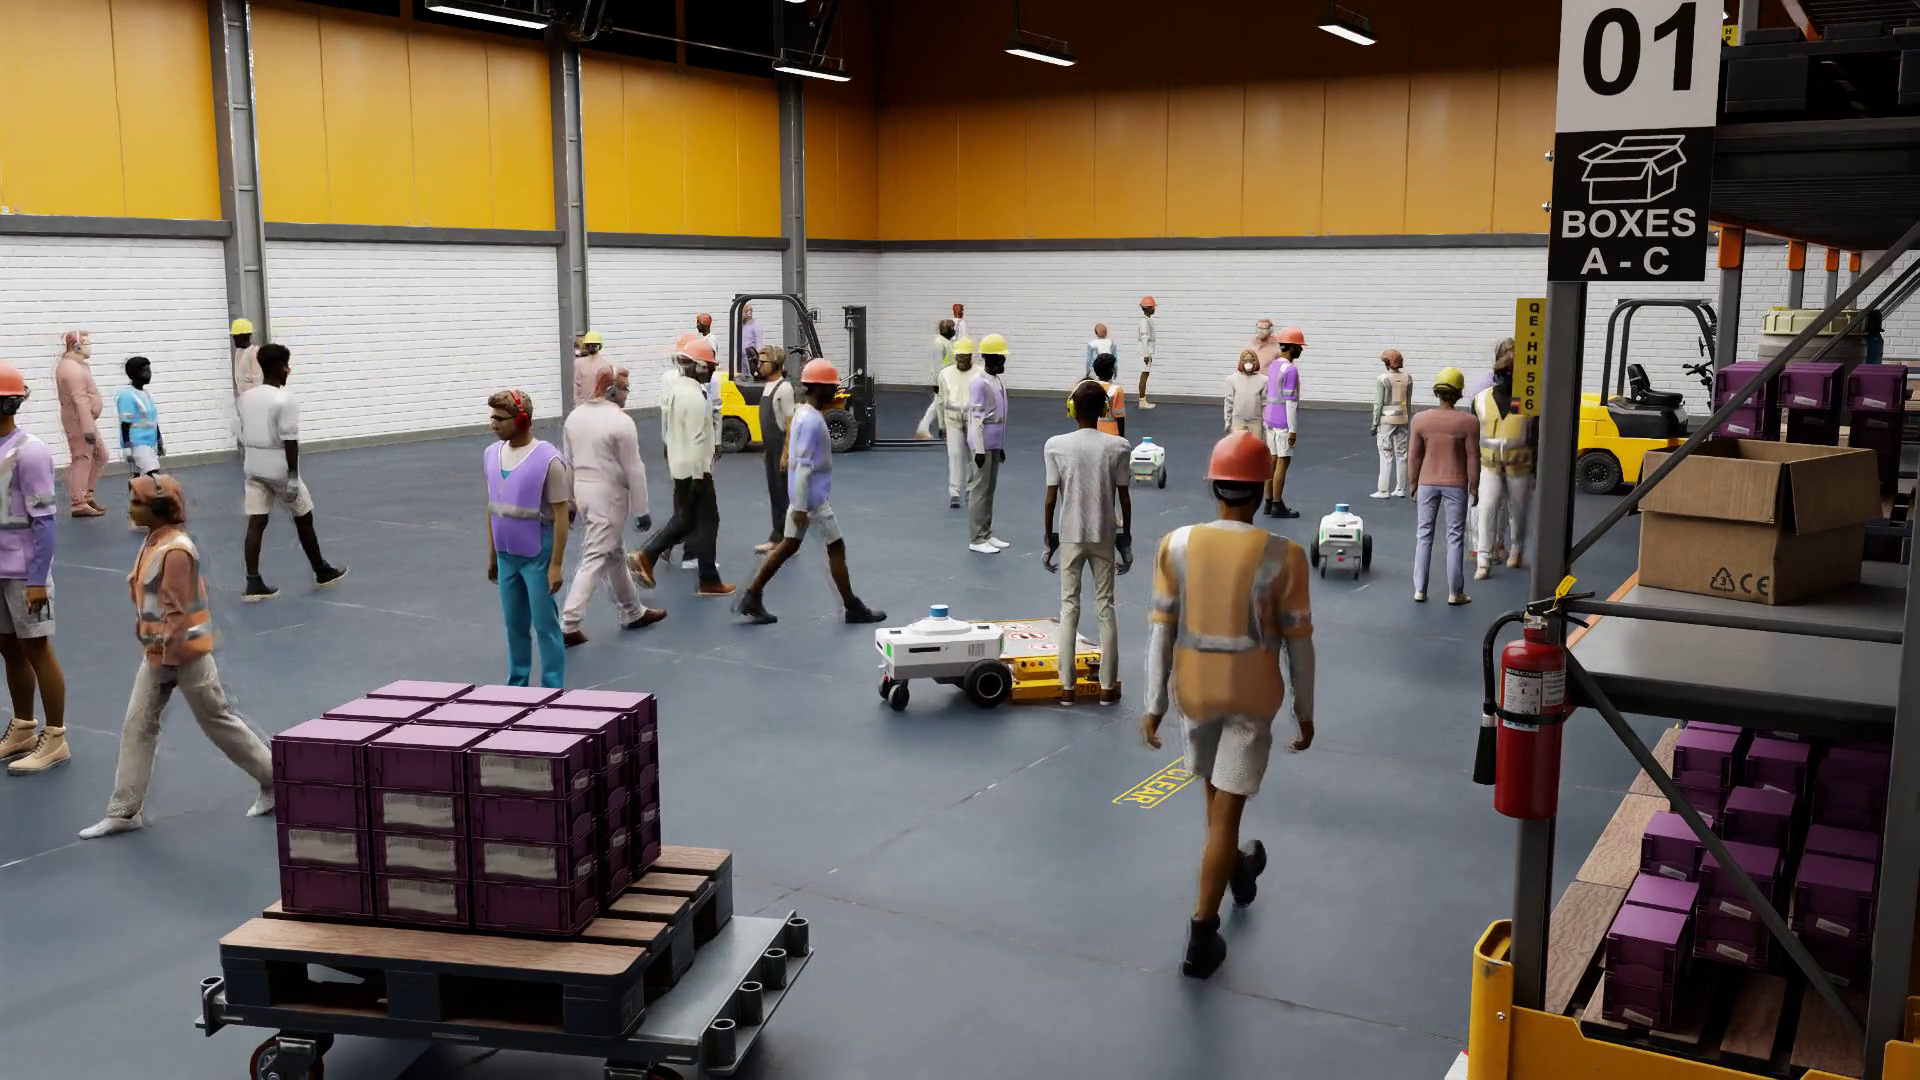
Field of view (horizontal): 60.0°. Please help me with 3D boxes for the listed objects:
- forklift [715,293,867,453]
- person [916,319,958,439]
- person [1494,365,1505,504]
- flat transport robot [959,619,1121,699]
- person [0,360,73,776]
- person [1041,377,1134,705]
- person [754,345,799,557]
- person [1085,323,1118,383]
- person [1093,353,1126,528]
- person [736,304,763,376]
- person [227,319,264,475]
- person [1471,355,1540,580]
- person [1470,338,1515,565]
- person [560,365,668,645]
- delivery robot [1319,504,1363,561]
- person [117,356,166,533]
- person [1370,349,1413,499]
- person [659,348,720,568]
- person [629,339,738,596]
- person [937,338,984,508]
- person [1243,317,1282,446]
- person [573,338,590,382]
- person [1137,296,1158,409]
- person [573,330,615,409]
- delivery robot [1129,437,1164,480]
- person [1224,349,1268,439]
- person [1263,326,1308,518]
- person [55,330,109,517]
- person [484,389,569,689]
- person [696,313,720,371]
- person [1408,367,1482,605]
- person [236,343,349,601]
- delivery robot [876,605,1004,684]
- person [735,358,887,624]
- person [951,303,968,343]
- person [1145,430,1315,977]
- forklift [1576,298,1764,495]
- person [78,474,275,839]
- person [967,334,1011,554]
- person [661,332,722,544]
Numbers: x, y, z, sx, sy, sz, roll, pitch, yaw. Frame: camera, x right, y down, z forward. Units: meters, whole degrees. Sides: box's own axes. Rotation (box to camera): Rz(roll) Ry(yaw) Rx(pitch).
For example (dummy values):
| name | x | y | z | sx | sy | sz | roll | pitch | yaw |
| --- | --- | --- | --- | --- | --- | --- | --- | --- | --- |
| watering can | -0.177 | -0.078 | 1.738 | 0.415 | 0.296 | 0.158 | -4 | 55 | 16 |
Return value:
| name | x | y | z | sx | sy | sz | roll | pitch | yaw |
| --- | --- | --- | --- | --- | --- | --- | --- | --- | --- |
| forklift | -2.458 | -2.344 | 23.176 | 2.313 | 2.155 | 1.214 | 0 | 9 | -2 |
| person | -0.237 | -2.365 | 24.542 | 0.950 | 1.802 | 0.636 | 2 | 9 | 13 |
| person | 5.774 | -1.176 | 17.623 | 0.501 | 1.633 | 0.286 | -4 | 10 | -22 |
| flat transport robot | 0.447 | 0.697 | 10.175 | 0.652 | 0.197 | 1.431 | -2 | 9 | -13 |
| person | -4.680 | 0.135 | 8.176 | 0.613 | 2.046 | 0.385 | 6 | 11 | 33 |
| person | 0.724 | 0.012 | 9.462 | 0.530 | 1.876 | 0.323 | 0 | 9 | 2 |
| person | -1.584 | -0.764 | 14.401 | 0.342 | 1.845 | 0.506 | -4 | 10 | -25 |
| person | 2.332 | -2.775 | 27.594 | 0.528 | 1.621 | 0.480 | -2 | 9 | -14 |
| person | 1.382 | -0.955 | 16.050 | 0.535 | 1.697 | 0.318 | 8 | 12 | 40 |
| person | -3.783 | -3.230 | 29.597 | 0.401 | 1.910 | 0.642 | -8 | 12 | -42 |
| person | -8.670 | -1.735 | 20.254 | 0.427 | 1.909 | 0.622 | -9 | 13 | -44 |
| person | 4.480 | -0.610 | 13.600 | 0.625 | 1.812 | 0.908 | 5 | 10 | 26 |
| person | 4.533 | -0.733 | 13.978 | 0.636 | 1.924 | 0.457 | -5 | 10 | -27 |
| person | -2.370 | -0.240 | 11.129 | 0.662 | 1.855 | 0.989 | 8 | 12 | 41 |
| delivery robot | 3.138 | -0.053 | 13.682 | 0.477 | 0.478 | 0.707 | 2 | 9 | 13 |
| person | -7.624 | -0.885 | 15.635 | 0.527 | 1.677 | 0.557 | -1 | 9 | -4 |
| person | 4.707 | -1.259 | 18.138 | 0.513 | 1.638 | 0.309 | -5 | 10 | -27 |
| person | -2.284 | -0.690 | 13.822 | 0.535 | 1.886 | 0.628 | -4 | 10 | -22 |
| person | -2.097 | -0.530 | 12.573 | 0.702 | 1.967 | 0.629 | -5 | 10 | -26 |
| person | 0.056 | -1.252 | 17.645 | 0.613 | 1.783 | 0.925 | 1 | 9 | 5 |
| person | 3.887 | -1.928 | 21.509 | 0.679 | 1.887 | 0.542 | 6 | 11 | 34 |
| person | -4.961 | -1.893 | 22.235 | 0.517 | 1.601 | 0.551 | 5 | 10 | 29 |
| person | 3.409 | -3.404 | 30.247 | 0.365 | 2.048 | 0.608 | 1 | 9 | 9 |
| person | -4.426 | -1.649 | 20.161 | 0.525 | 1.772 | 0.309 | 1 | 9 | 5 |
| delivery robot | 2.163 | -0.946 | 19.255 | 0.477 | 0.478 | 0.707 | 2 | 9 | 14 |
| person | 3.144 | -1.272 | 18.226 | 0.498 | 1.634 | 0.284 | 1 | 9 | 6 |
| person | 3.285 | -1.179 | 16.754 | 0.392 | 1.930 | 0.540 | -2 | 9 | -11 |
| person | -8.804 | -1.167 | 16.758 | 0.480 | 1.890 | 0.685 | -5 | 11 | -31 |
| person | -2.343 | 0.099 | 9.037 | 0.564 | 1.837 | 0.395 | 6 | 11 | 33 |
| person | -3.643 | -2.328 | 24.041 | 0.358 | 1.885 | 0.572 | -3 | 10 | -17 |
| person | 3.599 | -0.398 | 12.362 | 0.533 | 1.767 | 0.313 | 5 | 11 | 30 |
| person | -5.140 | -0.533 | 12.675 | 0.625 | 1.920 | 0.957 | 4 | 10 | 23 |
| delivery robot | -0.119 | 0.615 | 9.516 | 0.707 | 0.478 | 0.477 | -2 | 9 | -13 |
| person | -1.089 | -0.326 | 11.597 | 1.036 | 1.887 | 0.563 | -2 | 9 | -11 |
| person | -0.058 | -3.598 | 31.964 | 0.337 | 1.882 | 0.585 | -8 | 12 | -41 |
| person | 1.019 | 0.547 | 6.060 | 0.569 | 1.887 | 0.991 | 5 | 10 | 28 |
| forklift | 7.954 | -1.589 | 18.462 | 2.313 | 2.155 | 1.214 | 5 | 11 | 30 |
| person | -3.419 | 0.491 | 7.350 | 0.872 | 1.597 | 0.527 | -7 | 12 | -39 |
| person | 0.267 | -0.856 | 14.713 | 0.386 | 1.927 | 0.589 | 3 | 10 | 20 |
| person | -2.428 | -0.919 | 15.084 | 0.550 | 1.933 | 0.373 | -1 | 9 | -5 |
